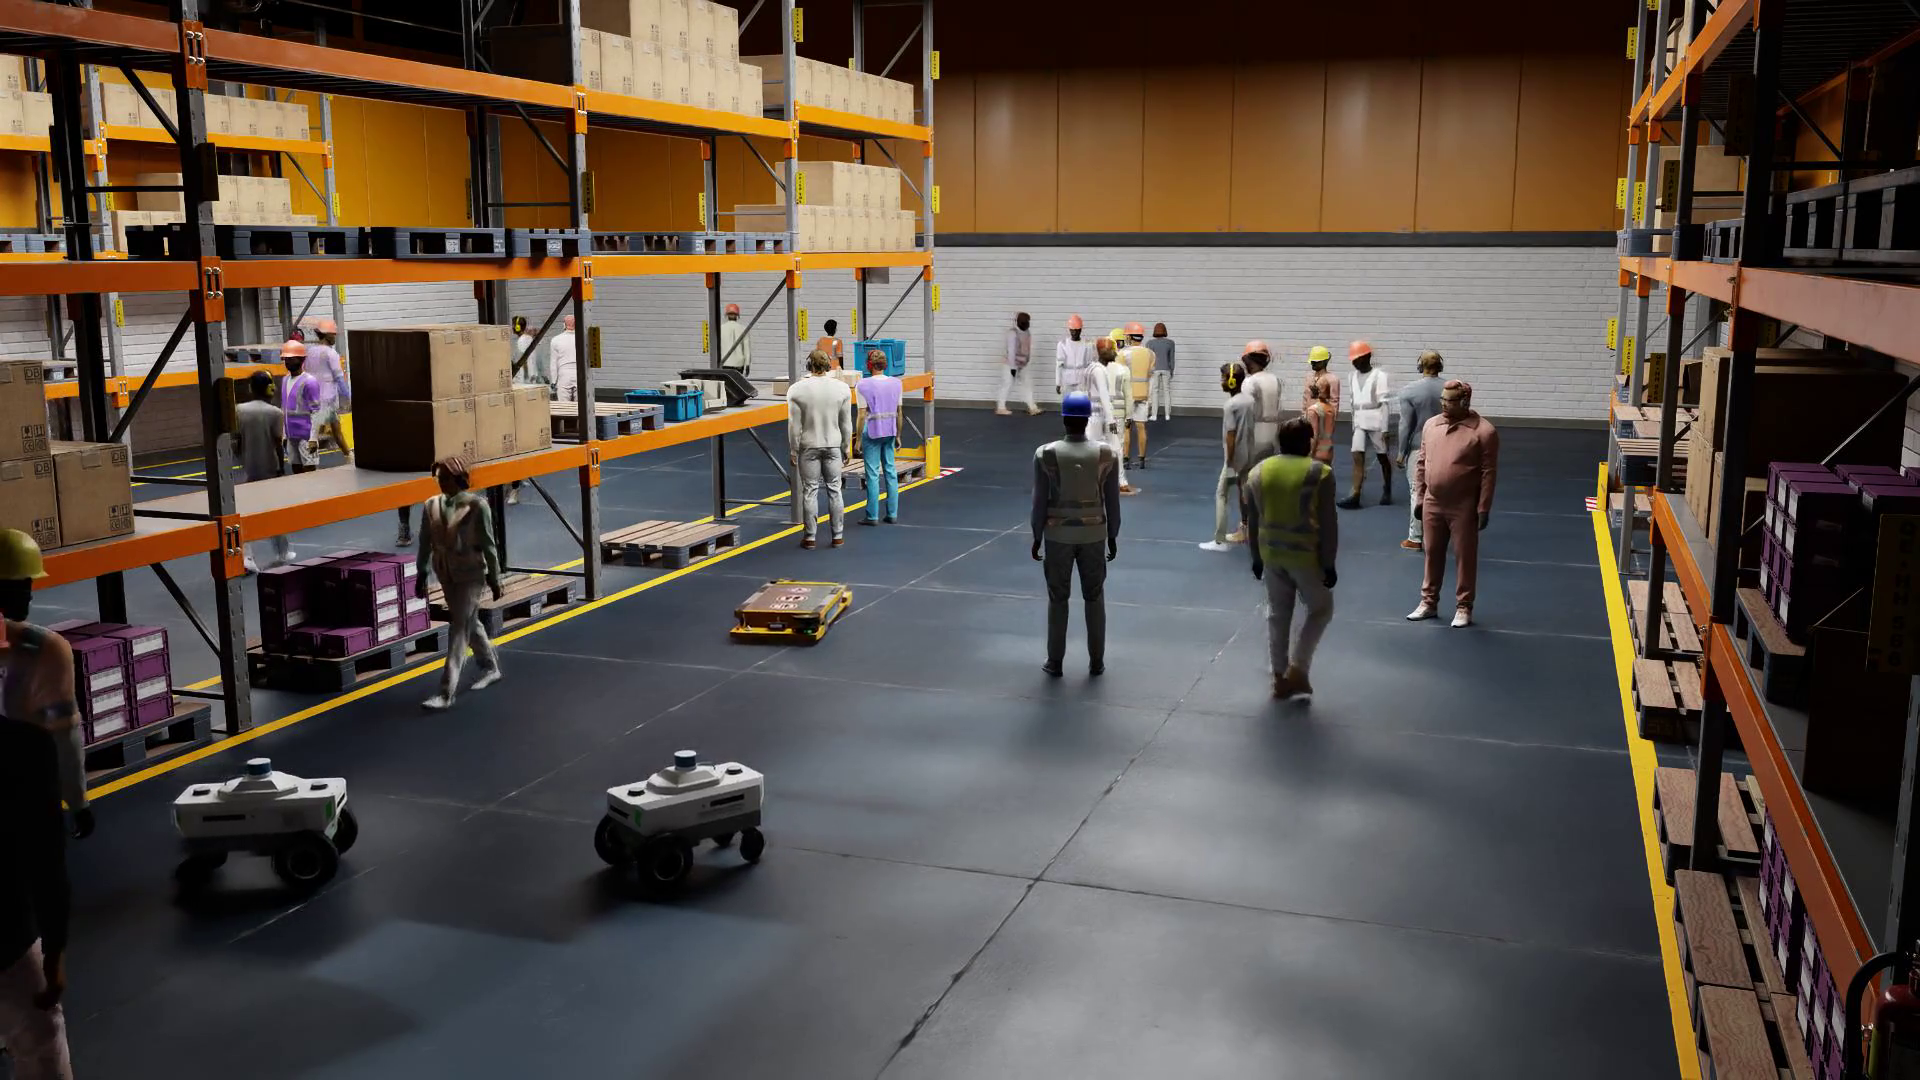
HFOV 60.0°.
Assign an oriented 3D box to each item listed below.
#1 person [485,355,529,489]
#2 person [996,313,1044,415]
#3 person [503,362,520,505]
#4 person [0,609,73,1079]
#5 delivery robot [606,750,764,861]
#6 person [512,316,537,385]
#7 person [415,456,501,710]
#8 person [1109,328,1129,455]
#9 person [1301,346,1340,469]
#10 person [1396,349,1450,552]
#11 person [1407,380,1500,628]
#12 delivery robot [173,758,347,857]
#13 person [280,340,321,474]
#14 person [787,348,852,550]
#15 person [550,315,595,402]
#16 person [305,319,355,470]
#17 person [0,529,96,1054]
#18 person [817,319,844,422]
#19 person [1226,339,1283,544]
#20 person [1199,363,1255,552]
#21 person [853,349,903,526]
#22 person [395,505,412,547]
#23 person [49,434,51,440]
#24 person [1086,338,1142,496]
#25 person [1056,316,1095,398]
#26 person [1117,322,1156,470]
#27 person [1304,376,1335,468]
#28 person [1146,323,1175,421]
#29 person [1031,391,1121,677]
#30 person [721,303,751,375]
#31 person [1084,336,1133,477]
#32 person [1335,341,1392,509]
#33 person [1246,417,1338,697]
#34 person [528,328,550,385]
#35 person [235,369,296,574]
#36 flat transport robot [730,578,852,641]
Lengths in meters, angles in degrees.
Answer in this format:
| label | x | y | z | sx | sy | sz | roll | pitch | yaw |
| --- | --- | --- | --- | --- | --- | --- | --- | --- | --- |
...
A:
| label | x | y | z | sx | sy | sz | roll | pitch | yaw |
| --- | --- | --- | --- | --- | --- | --- | --- | --- | --- |
| person | -5.470 | -1.431 | 19.799 | 0.500 | 1.708 | 0.742 | 7 | 13 | 36 |
| person | 1.026 | -3.004 | 28.516 | 0.955 | 1.770 | 0.657 | 7 | 12 | 36 |
| person | -5.093 | -1.212 | 18.624 | 0.559 | 1.677 | 0.489 | 0 | 10 | 1 |
| person | -2.847 | 1.113 | 4.808 | 0.647 | 1.942 | 0.909 | -1 | 10 | -7 |
| delivery robot | -1.280 | 1.231 | 7.804 | 0.707 | 0.478 | 0.477 | -8 | 13 | -37 |
| person | -6.670 | -2.572 | 25.891 | 0.886 | 1.839 | 0.512 | 2 | 10 | 10 |
| person | -3.226 | 0.253 | 10.654 | 0.545 | 1.587 | 0.865 | 5 | 11 | 24 |
| person | 2.169 | -2.071 | 23.254 | 0.328 | 1.769 | 0.526 | -3 | 11 | -17 |
| person | 4.174 | -1.378 | 19.383 | 0.328 | 1.760 | 0.524 | -7 | 12 | -35 |
| person | 4.469 | -0.848 | 15.892 | 0.629 | 1.937 | 0.379 | -1 | 10 | -8 |
| person | 3.777 | -0.282 | 12.799 | 0.402 | 1.904 | 0.638 | -10 | 14 | -44 |
| delivery robot | -3.228 | 1.252 | 7.691 | 0.707 | 0.478 | 0.477 | -2 | 10 | -8 |
| person | -6.887 | -1.108 | 17.336 | 0.552 | 1.942 | 0.340 | 7 | 12 | 34 |
| person | -1.348 | -0.871 | 16.012 | 0.629 | 1.940 | 0.372 | -2 | 10 | -14 |
| person | -5.730 | -2.369 | 24.587 | 0.653 | 1.895 | 0.401 | -5 | 11 | -24 |
| person | -8.066 | -1.832 | 21.301 | 0.629 | 1.979 | 1.086 | 9 | 14 | 42 |
| person | -3.494 | 0.914 | 6.079 | 0.602 | 1.898 | 0.515 | 2 | 10 | 9 |
| person | -2.129 | -2.799 | 27.554 | 0.541 | 1.696 | 0.316 | 7 | 12 | 33 |
| person | 2.953 | -0.938 | 16.193 | 0.653 | 2.010 | 0.632 | -10 | 14 | -43 |
| person | 2.676 | -0.749 | 15.635 | 0.889 | 1.832 | 0.540 | 9 | 14 | 42 |
| person | -0.844 | -1.061 | 17.343 | 0.573 | 1.843 | 0.376 | -7 | 12 | -36 |
| person | -5.447 | -0.934 | 16.484 | 0.602 | 1.905 | 1.021 | 0 | 10 | -3 |
| person | -8.358 | -0.671 | 15.040 | 0.599 | 1.892 | 0.528 | 8 | 13 | 38 |
| person | 1.732 | -1.389 | 19.170 | 0.893 | 1.845 | 0.593 | 2 | 10 | 12 |
| person | 1.706 | -2.376 | 24.623 | 0.576 | 1.905 | 0.853 | 1 | 10 | 7 |
| person | 2.246 | -1.862 | 21.689 | 0.624 | 1.924 | 0.361 | -4 | 11 | -21 |
| person | 3.543 | -0.801 | 16.459 | 0.310 | 1.638 | 0.522 | 7 | 12 | 34 |
| person | 3.332 | -2.804 | 27.762 | 0.501 | 1.631 | 0.286 | -1 | 10 | -7 |
| person | 0.780 | -0.038 | 11.293 | 0.617 | 1.946 | 0.393 | -1 | 10 | -6 |
| person | -3.781 | -2.957 | 27.669 | 0.625 | 1.971 | 0.748 | -3 | 10 | -16 |
| person | 1.784 | -1.519 | 19.950 | 0.590 | 1.837 | 0.404 | 3 | 11 | 17 |
| person | 4.578 | -1.281 | 18.550 | 0.973 | 1.868 | 0.636 | -8 | 13 | -39 |
| person | 2.152 | 0.121 | 10.733 | 0.658 | 1.828 | 0.446 | 8 | 13 | 38 |
| person | -6.767 | -2.597 | 26.702 | 0.866 | 1.593 | 0.519 | -3 | 10 | -16 |
| person | -6.295 | -0.620 | 14.965 | 0.490 | 1.820 | 0.975 | 0 | 10 | 0 |
| flat transport robot | -1.285 | 0.524 | 12.849 | 0.652 | 0.197 | 1.431 | 1 | 10 | 7 |
